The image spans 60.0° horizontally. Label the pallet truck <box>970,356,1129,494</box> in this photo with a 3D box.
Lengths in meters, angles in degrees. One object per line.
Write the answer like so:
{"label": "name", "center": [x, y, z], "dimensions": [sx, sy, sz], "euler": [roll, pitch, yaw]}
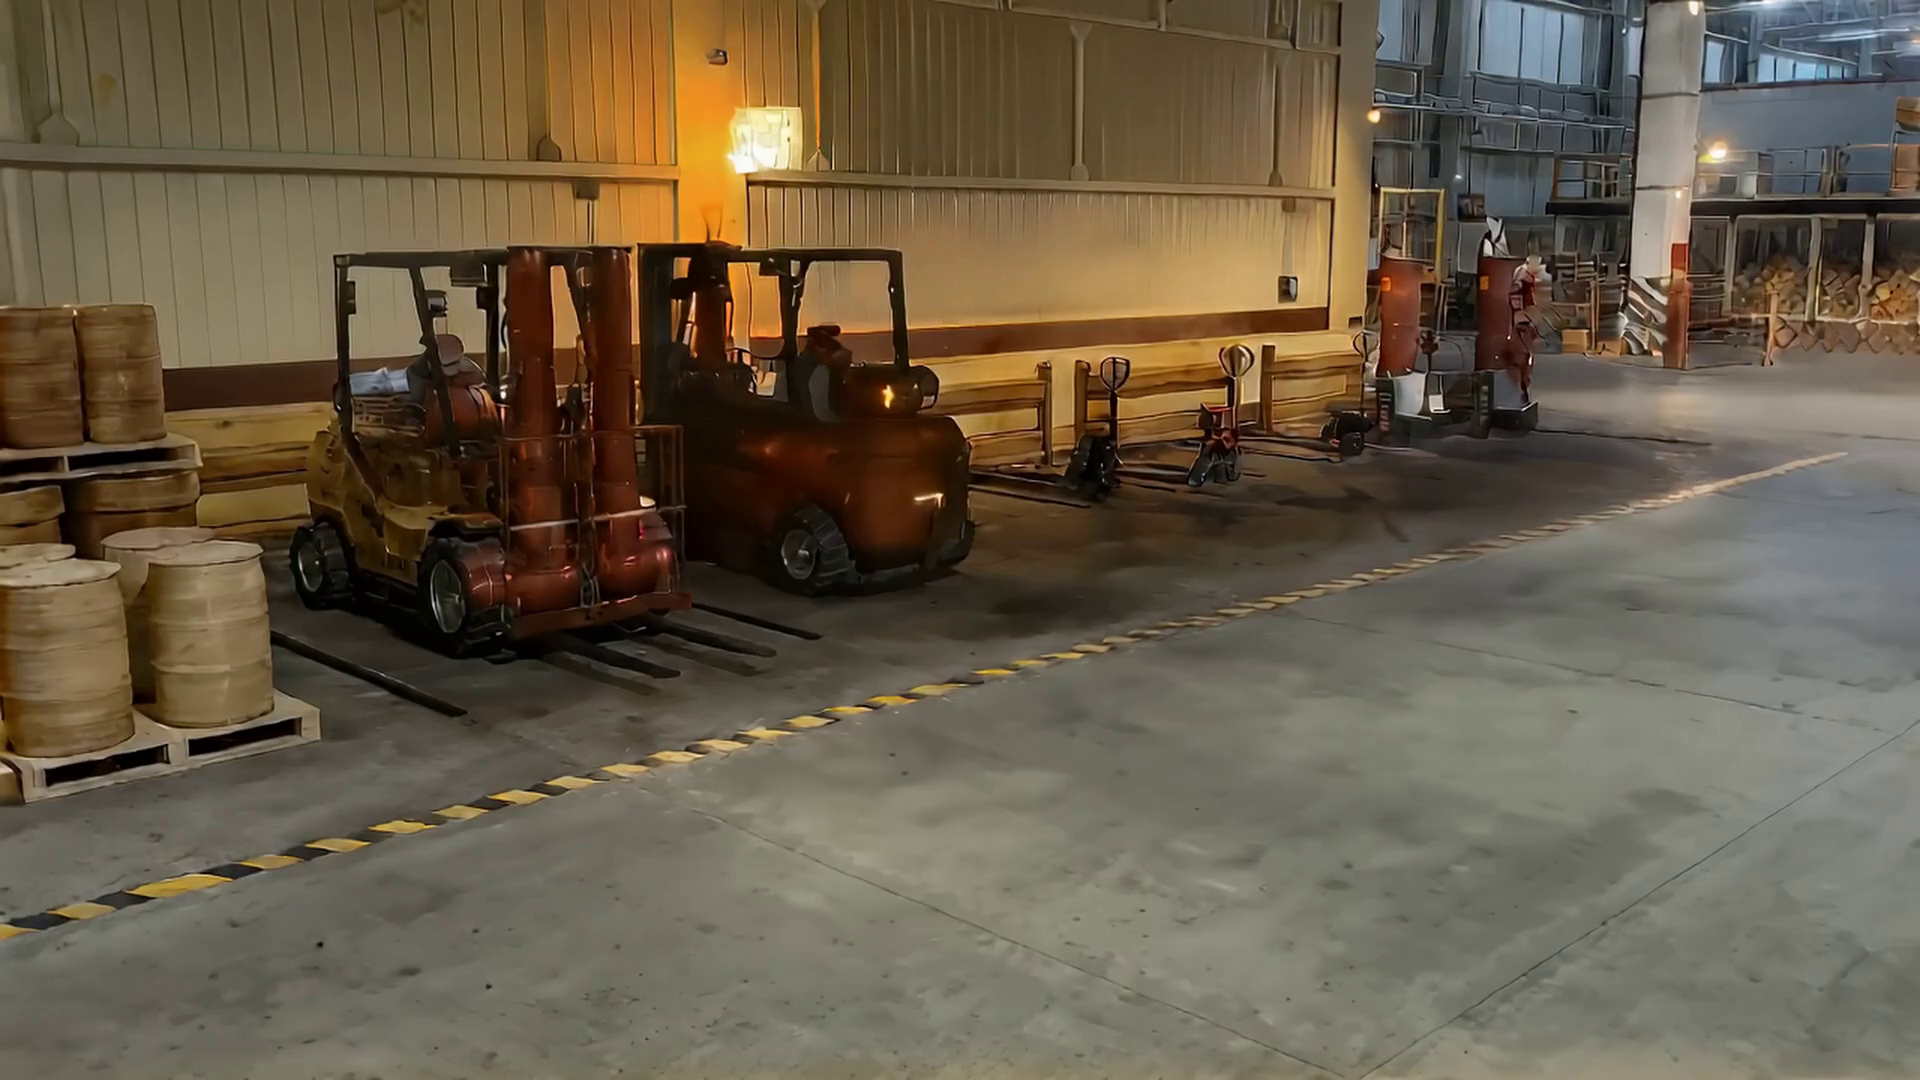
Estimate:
{"label": "pallet truck", "center": [0.784, -1.085, 14.876], "dimensions": [0.680, 1.201, 1.601], "euler": [-10, 14, -44]}

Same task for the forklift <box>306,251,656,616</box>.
{"label": "forklift", "center": [-2.833, -0.669, 9.694], "dimensions": [1.157, 1.987, 2.680], "euler": [-10, 14, -44]}

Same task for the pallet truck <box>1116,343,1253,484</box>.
{"label": "pallet truck", "center": [1.962, -1.215, 15.415], "dimensions": [1.522, 1.261, 0.704], "euler": [10, 14, 43]}

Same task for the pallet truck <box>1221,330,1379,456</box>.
{"label": "pallet truck", "center": [3.563, -1.581, 17.381], "dimensions": [0.653, 1.274, 1.630], "euler": [-10, 14, -44]}

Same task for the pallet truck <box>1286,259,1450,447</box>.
{"label": "pallet truck", "center": [4.493, -2.078, 18.196], "dimensions": [0.823, 1.965, 1.885], "euler": [-9, 14, -40]}

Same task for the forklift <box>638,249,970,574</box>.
{"label": "forklift", "center": [-1.173, -0.958, 11.239], "dimensions": [2.680, 1.987, 1.157], "euler": [10, 14, 43]}

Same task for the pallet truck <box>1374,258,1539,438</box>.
{"label": "pallet truck", "center": [5.704, -2.208, 18.901], "dimensions": [1.885, 1.965, 0.823], "euler": [10, 14, 43]}
